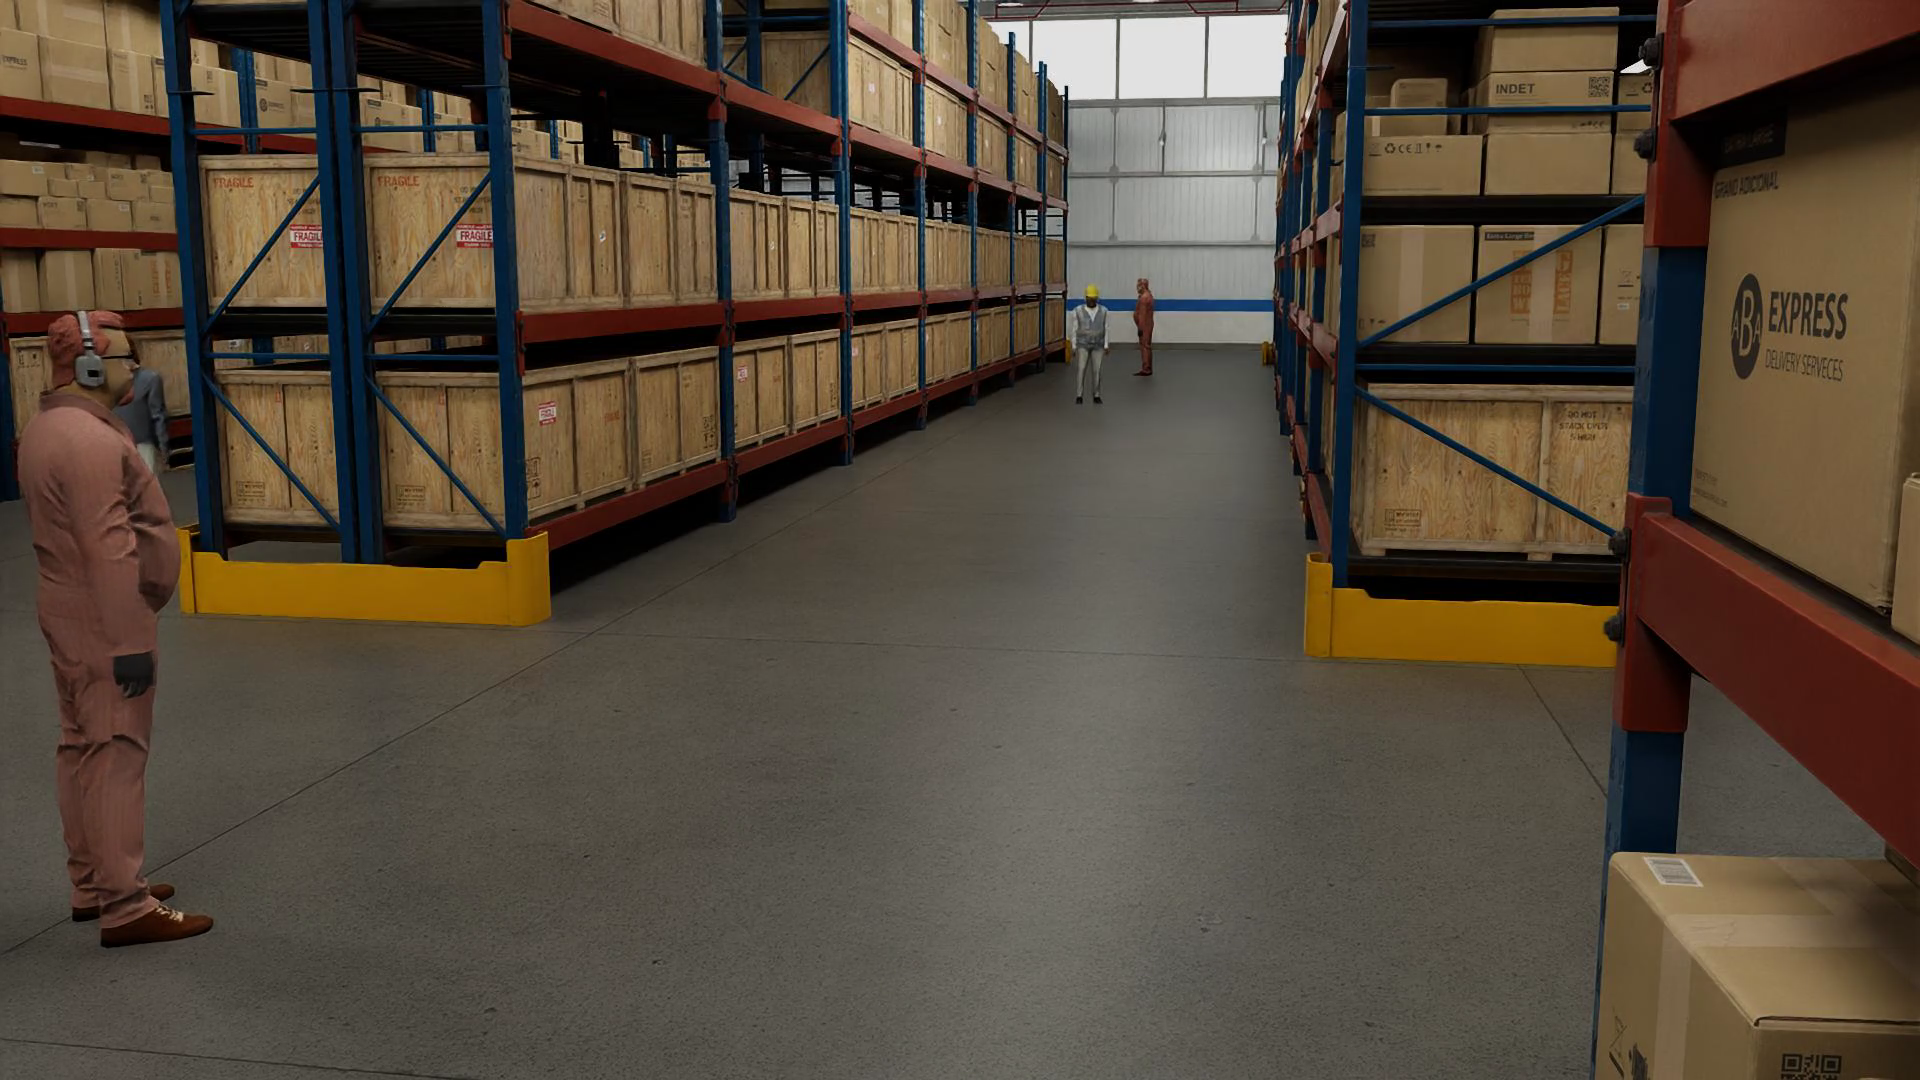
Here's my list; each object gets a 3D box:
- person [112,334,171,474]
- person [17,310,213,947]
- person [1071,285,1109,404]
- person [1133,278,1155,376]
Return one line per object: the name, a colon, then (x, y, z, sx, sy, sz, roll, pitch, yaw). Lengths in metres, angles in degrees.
person: (-5.720, -0.611, 11.401, 0.523, 1.610, 0.645, -3, 9, -15)
person: (-2.572, 0.265, 5.054, 0.405, 1.911, 0.636, -7, 12, -39)
person: (2.004, -2.997, 25.535, 0.600, 1.827, 0.403, -1, 9, -8)
person: (3.587, -4.158, 32.544, 0.397, 1.900, 0.635, 2, 9, 15)
